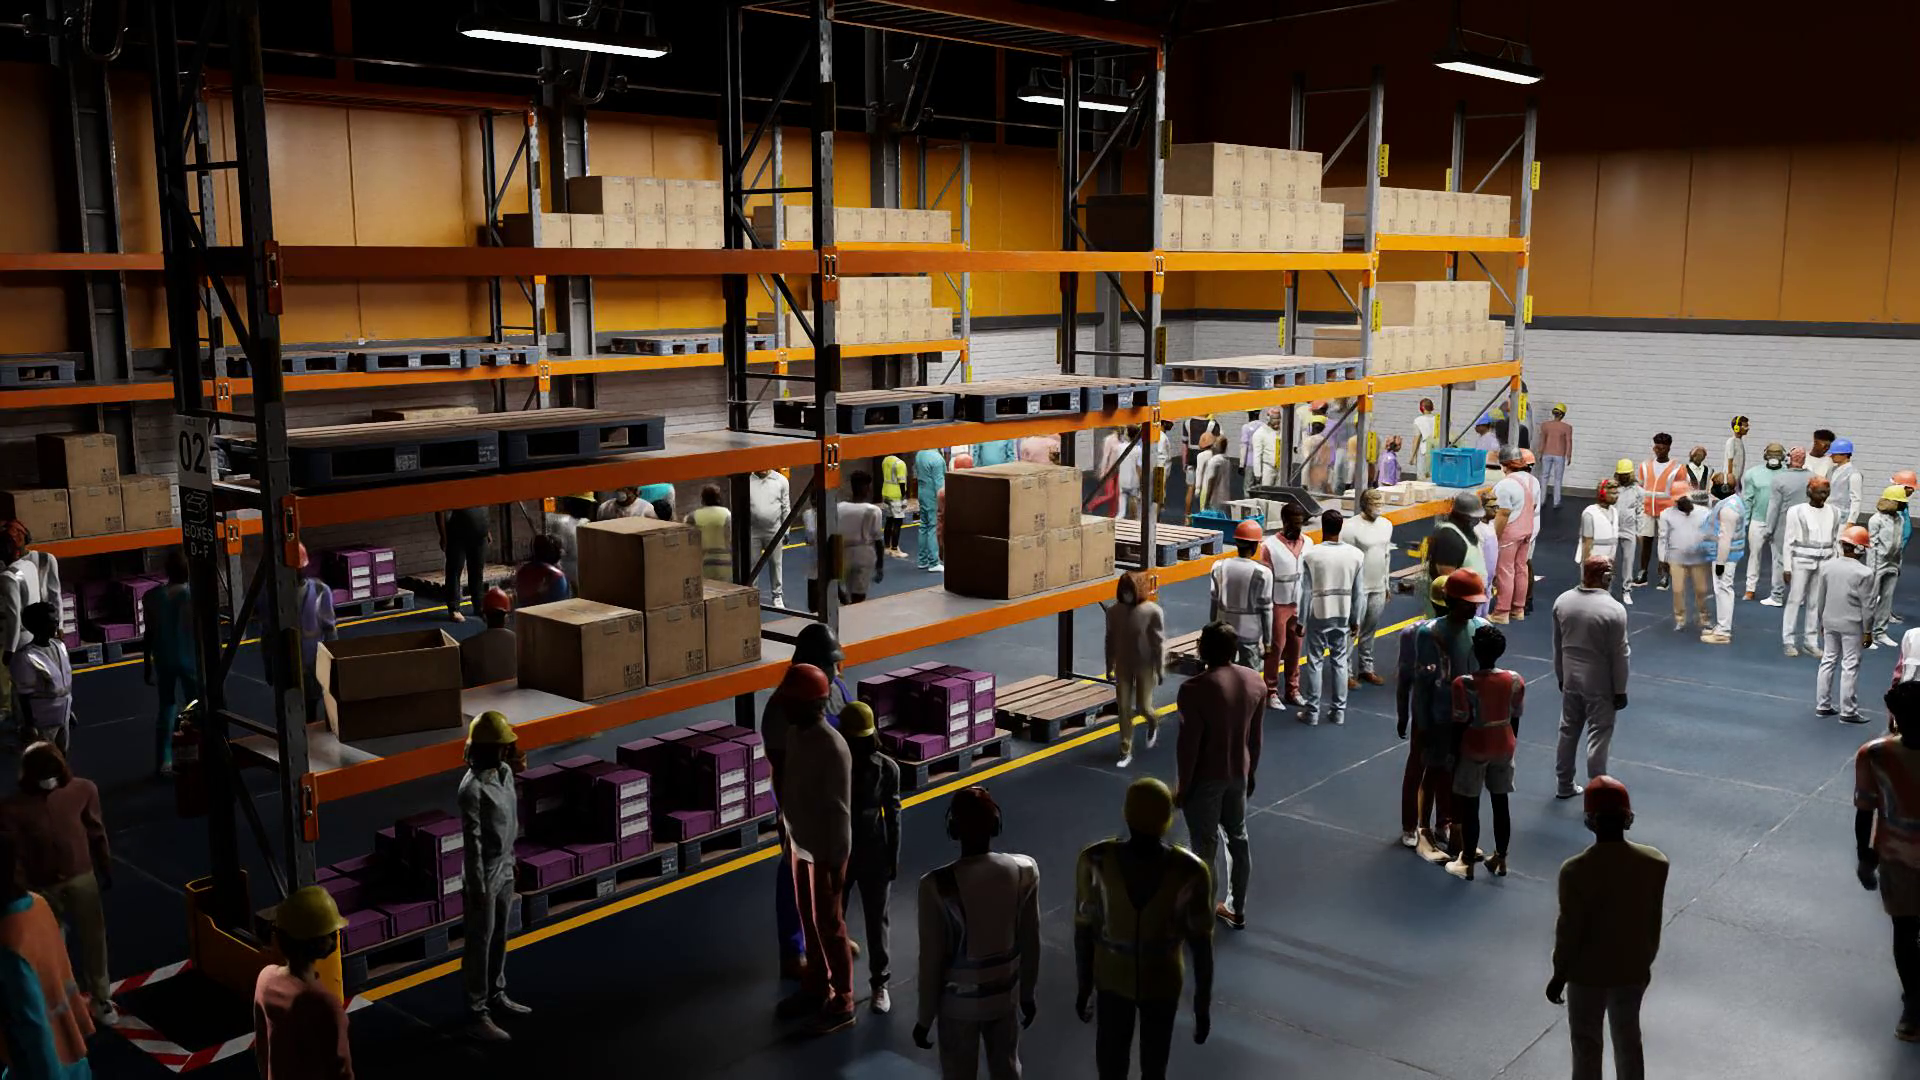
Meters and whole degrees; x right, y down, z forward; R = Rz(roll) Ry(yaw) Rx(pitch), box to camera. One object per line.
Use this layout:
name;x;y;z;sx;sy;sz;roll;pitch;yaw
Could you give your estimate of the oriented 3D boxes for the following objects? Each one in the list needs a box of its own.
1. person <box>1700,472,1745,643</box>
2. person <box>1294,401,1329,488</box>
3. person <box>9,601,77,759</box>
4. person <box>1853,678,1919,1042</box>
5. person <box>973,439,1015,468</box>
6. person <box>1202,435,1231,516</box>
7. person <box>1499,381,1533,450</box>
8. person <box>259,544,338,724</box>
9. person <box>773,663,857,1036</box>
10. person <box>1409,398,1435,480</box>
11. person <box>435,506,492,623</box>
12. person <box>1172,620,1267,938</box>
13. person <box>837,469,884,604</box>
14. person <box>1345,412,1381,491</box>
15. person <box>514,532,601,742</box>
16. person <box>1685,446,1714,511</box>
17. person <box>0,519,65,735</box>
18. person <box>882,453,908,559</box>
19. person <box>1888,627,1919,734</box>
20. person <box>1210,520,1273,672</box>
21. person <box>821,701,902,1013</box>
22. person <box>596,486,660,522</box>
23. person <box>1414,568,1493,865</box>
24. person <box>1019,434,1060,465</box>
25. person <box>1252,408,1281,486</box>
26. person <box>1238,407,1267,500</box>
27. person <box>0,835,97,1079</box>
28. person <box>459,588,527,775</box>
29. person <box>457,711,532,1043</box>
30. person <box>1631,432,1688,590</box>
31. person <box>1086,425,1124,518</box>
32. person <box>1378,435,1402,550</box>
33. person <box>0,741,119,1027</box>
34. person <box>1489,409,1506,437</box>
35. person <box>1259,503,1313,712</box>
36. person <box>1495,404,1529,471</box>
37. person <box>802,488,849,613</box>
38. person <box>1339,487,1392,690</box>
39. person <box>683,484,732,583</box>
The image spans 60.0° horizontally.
person;8.162;0.185;17.816;0.430;1.837;0.629;5;11;25
person;6.038;-1.666;28.597;0.587;1.920;0.392;-1;10;-5
person;-6.442;1.269;11.745;0.319;1.695;0.545;1;10;3
person;5.080;1.646;8.807;0.678;1.926;0.705;5;11;26
person;0.483;-0.963;24.183;0.613;1.991;0.391;2;10;11
person;3.333;-0.460;21.773;0.513;1.795;0.615;9;13;44
person;9.578;-1.723;28.569;0.682;2.000;0.536;-5;11;-28
person;-5.091;0.968;12.909;0.547;1.911;0.787;-6;11;-32
person;-0.783;1.617;8.808;0.410;1.984;0.617;-5;11;-29
person;7.630;-1.393;27.205;0.563;1.837;0.389;-4;10;-22
person;-5.587;-0.097;18.864;0.539;2.000;0.689;8;12;39
person;1.548;1.432;10.040;0.636;1.939;0.365;-6;11;-30
person;-1.099;0.222;17.349;0.596;1.923;0.999;4;10;23
person;5.798;-0.908;24.045;0.594;1.924;0.382;-6;11;-32
person;-3.395;0.827;14.013;0.641;1.816;0.747;7;12;35
person;9.709;-0.430;22.035;0.512;1.644;0.307;0;10;1
person;-8.046;0.746;14.329;0.585;1.877;0.361;-3;10;-19
person;-0.892;-0.585;22.835;0.320;1.686;0.540;-6;11;-30
person;6.751;1.231;11.562;0.404;1.832;0.589;-6;11;-33
person;2.367;0.785;13.969;0.550;1.923;0.392;6;11;30
person;-0.559;1.711;8.990;0.487;1.738;0.320;0;10;-1
person;-3.339;0.282;16.603;0.684;2.000;0.538;2;10;9
person;3.348;1.186;11.234;0.606;2.036;0.406;-4;10;-20
person;1.097;-0.760;23.345;0.691;1.868;0.528;-3;10;-16
person;4.674;-1.036;24.914;0.653;1.897;0.403;-6;11;-32
person;4.577;-1.217;25.938;0.597;1.911;0.399;-7;12;-34
person;-3.634;2.053;6.605;1.011;1.875;0.631;-3;10;-18
person;-3.308;1.210;11.952;0.568;1.743;0.353;-3;10;-15
person;-2.448;1.744;8.760;0.315;1.743;0.487;1;10;9
person;8.689;-0.362;20.669;0.373;1.966;0.607;-9;13;-42
person;2.287;-1.038;25.376;0.589;1.737;0.542;6;11;33
person;6.081;-0.675;23.538;0.324;1.631;0.523;1;10;6
person;-4.710;1.816;8.711;0.517;1.608;0.491;-8;12;-38
person;8.470;-1.212;26.409;0.320;1.742;0.492;7;12;34
person;2.960;0.597;15.124;0.598;1.909;0.402;-6;11;-31
person;8.406;-1.144;25.342;0.462;1.980;0.619;-7;12;-35
person;-1.465;0.174;18.391;0.541;1.661;0.744;5;11;28
person;3.869;0.452;15.889;0.635;1.937;0.352;-6;11;-30
person;-2.498;0.341;16.932;0.653;1.812;0.455;0;10;-2
